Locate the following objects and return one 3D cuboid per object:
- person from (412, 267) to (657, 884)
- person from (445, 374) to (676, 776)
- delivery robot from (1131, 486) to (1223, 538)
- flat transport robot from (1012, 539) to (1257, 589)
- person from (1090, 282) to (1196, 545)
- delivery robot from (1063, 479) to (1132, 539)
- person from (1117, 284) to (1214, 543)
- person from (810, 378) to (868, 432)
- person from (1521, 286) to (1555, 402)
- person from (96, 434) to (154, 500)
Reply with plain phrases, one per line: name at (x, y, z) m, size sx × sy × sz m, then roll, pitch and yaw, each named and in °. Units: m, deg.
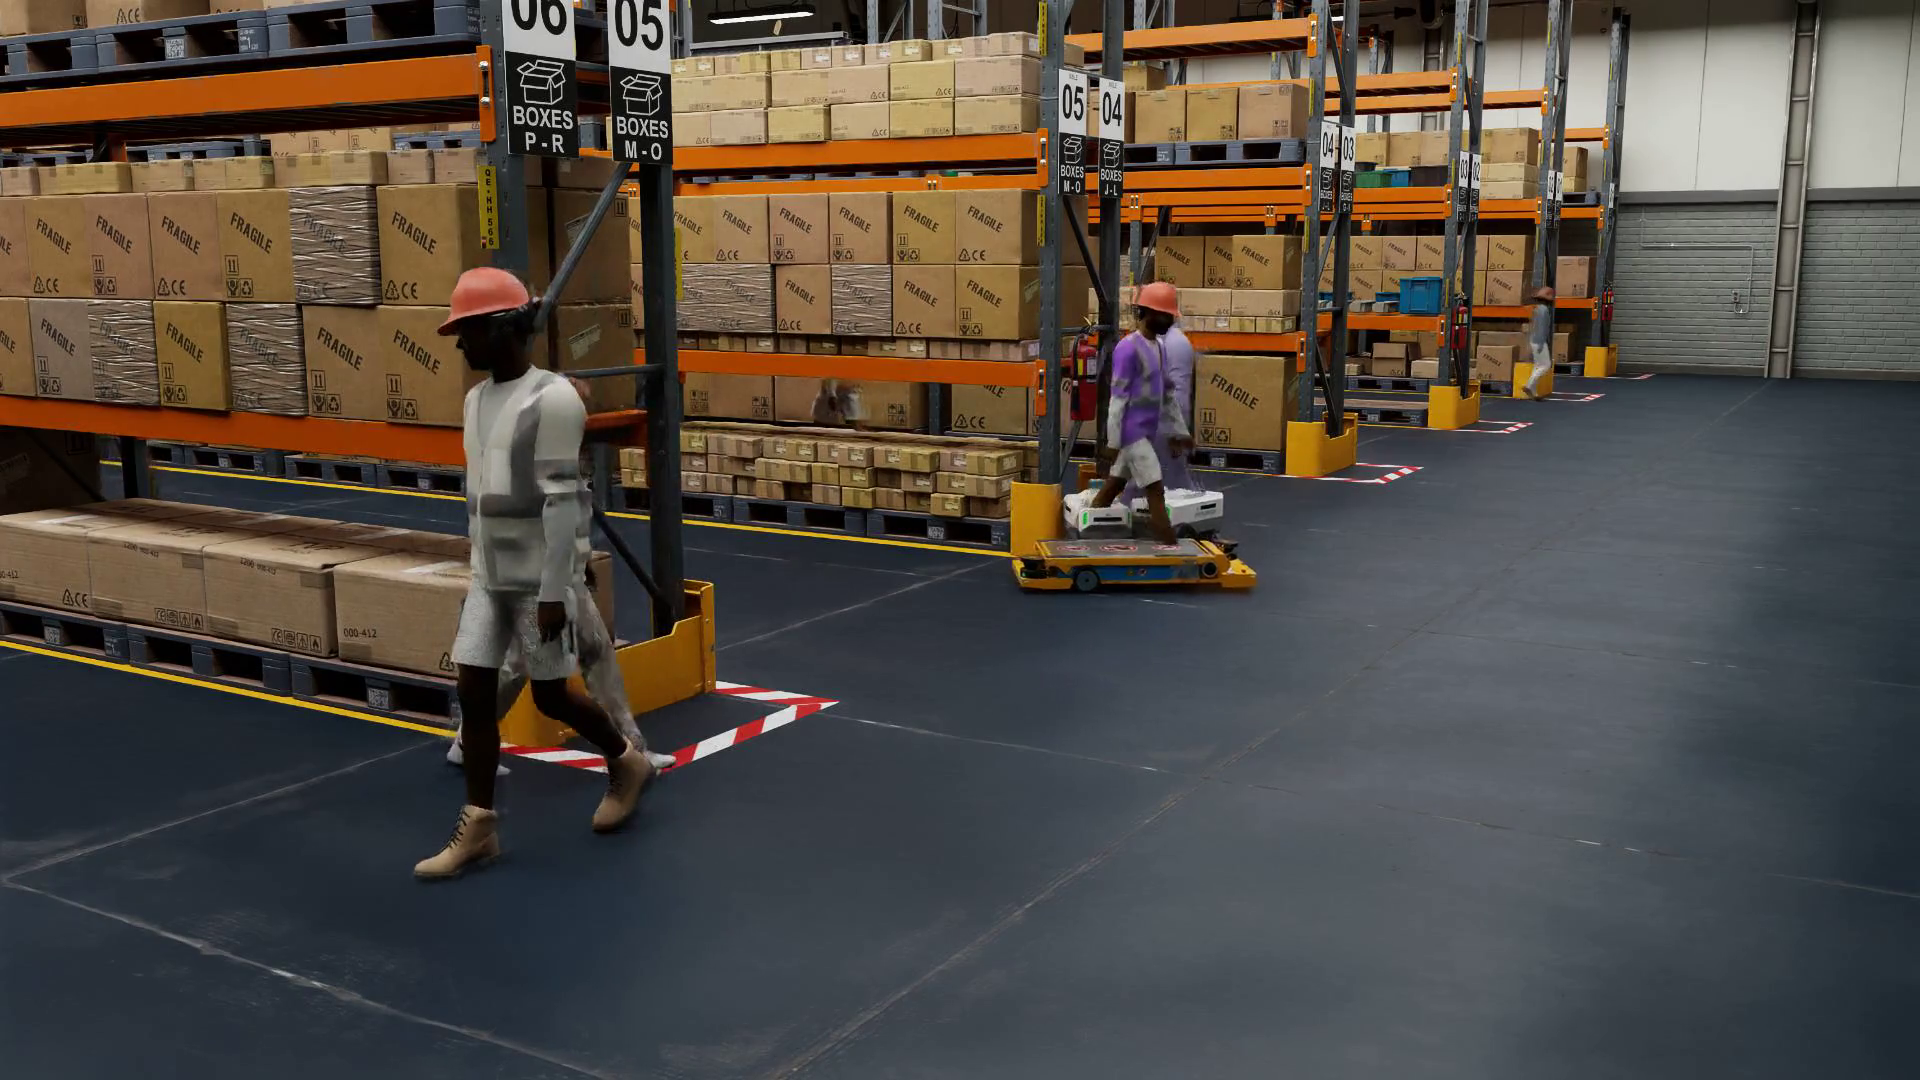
person at (-1.453, 0.097, 5.563) m, size 0.634 × 2.002 × 0.849 m, roll 8°, pitch 12°, yaw 38°
person at (-1.605, 0.149, 6.439) m, size 0.842 × 1.593 × 0.499 m, roll -5°, pitch 11°, yaw -26°
delivery robot at (1.470, -0.200, 11.227) m, size 0.477 × 0.478 × 0.707 m, roll 9°, pitch 13°, yaw 41°
flat transport robot at (1.065, 0.141, 10.332) m, size 1.431 × 0.197 × 0.652 m, roll -1°, pitch 10°, yaw -3°
person at (1.148, -0.677, 10.472) m, size 1.030 × 1.873 × 0.580 m, roll 4°, pitch 11°, yaw 24°
delivery robot at (0.902, -0.161, 10.996) m, size 0.477 × 0.478 × 0.707 m, roll -1°, pitch 10°, yaw -7°
person at (1.314, -0.774, 11.113) m, size 0.998 × 1.863 × 0.650 m, roll -7°, pitch 12°, yaw -35°
person at (-0.977, -1.358, 14.365) m, size 0.882 × 1.910 × 0.549 m, roll 6°, pitch 11°, yaw 30°
person at (8.115, -2.727, 23.214) m, size 0.384 × 1.608 × 0.547 m, roll 2°, pitch 10°, yaw 10°
person at (-6.346, -1.005, 12.327) m, size 1.010 × 1.892 × 0.544 m, roll 6°, pitch 11°, yaw 30°
